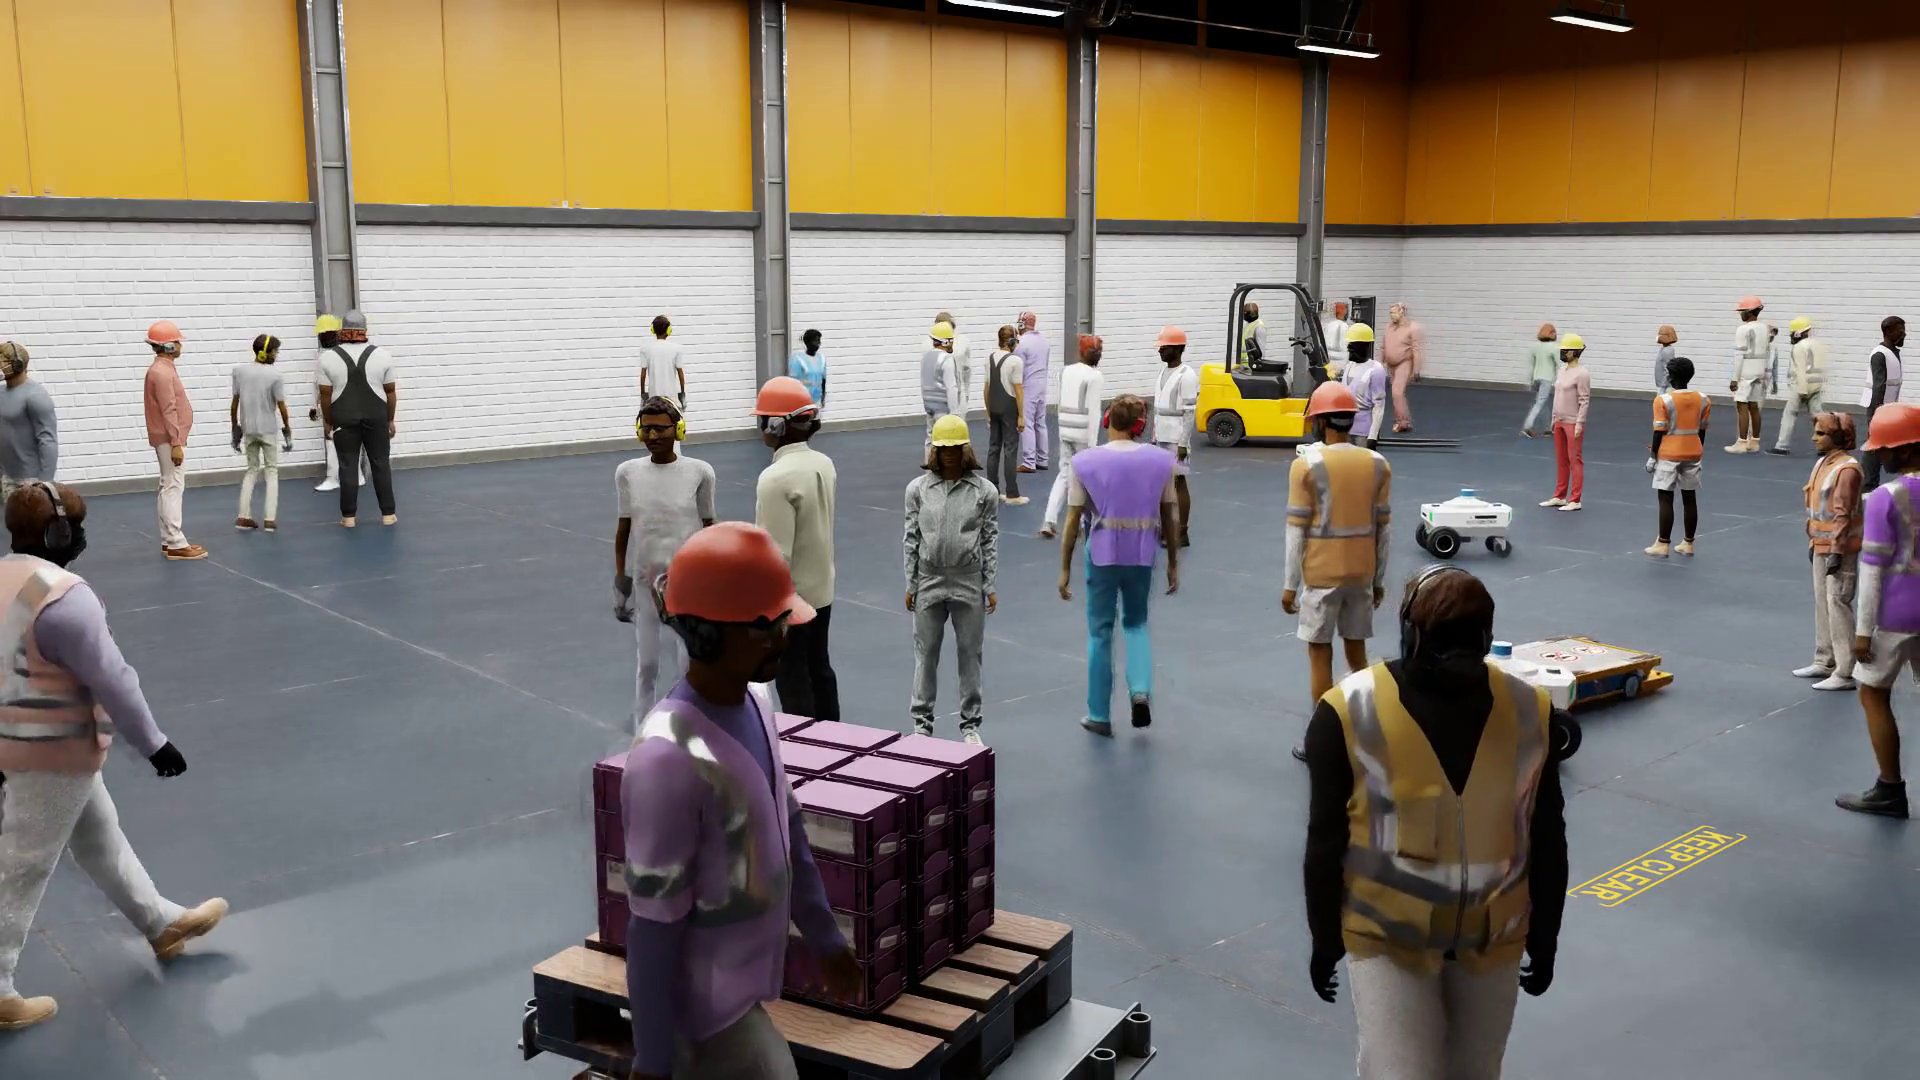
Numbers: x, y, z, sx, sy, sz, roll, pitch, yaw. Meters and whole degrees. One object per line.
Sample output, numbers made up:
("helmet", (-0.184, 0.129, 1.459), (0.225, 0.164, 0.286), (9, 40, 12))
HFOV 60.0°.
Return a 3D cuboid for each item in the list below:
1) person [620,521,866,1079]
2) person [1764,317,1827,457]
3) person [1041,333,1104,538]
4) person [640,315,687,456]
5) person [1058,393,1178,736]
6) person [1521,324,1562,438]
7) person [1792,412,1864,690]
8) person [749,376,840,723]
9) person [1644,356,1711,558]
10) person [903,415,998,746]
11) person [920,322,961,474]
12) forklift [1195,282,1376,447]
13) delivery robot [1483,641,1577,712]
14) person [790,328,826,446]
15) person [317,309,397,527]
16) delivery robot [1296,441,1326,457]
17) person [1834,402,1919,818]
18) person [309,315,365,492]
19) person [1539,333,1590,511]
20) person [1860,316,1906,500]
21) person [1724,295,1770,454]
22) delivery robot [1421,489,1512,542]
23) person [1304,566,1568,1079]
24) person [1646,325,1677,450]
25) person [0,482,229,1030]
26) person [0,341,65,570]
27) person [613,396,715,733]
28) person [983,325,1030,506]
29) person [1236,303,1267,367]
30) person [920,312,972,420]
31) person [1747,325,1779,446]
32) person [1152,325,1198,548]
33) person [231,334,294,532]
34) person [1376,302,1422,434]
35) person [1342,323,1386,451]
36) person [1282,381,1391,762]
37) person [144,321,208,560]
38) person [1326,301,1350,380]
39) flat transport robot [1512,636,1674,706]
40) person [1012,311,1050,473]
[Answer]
("person", (-0.464, 0.939, 3.602), (1.052, 1.987, 0.611), (1, 10, 5))
("person", (10.694, -1.912, 20.960), (0.611, 1.775, 0.793), (-8, 12, -38))
("person", (1.016, -0.921, 14.921), (0.703, 1.857, 0.596), (-8, 13, -39))
("person", (-3.395, -1.633, 19.007), (0.535, 1.868, 0.309), (-1, 10, -4))
("person", (0.831, 0.138, 8.763), (0.672, 1.819, 0.439), (-2, 10, -9))
("person", (8.133, -2.222, 23.246), (0.845, 1.597, 0.492), (-5, 11, -27))
("person", (5.135, 0.061, 9.800), (0.320, 1.631, 0.513), (1, 10, 8))
("person", (-0.767, 0.253, 7.590), (0.396, 1.993, 0.617), (4, 10, 20))
("person", (6.034, -0.693, 14.004), (0.532, 1.696, 0.319), (-2, 10, -14))
("person", (-0.047, 0.235, 8.432), (0.484, 1.745, 0.297), (0, 10, 1))
("person", (-0.190, -1.416, 17.835), (0.404, 1.835, 0.588), (-6, 11, -31))
("forklift", (4.328, -2.346, 22.227), (2.313, 2.155, 1.214), (3, 10, 16))
("delivery robot", (2.768, 0.764, 8.535), (0.707, 0.478, 0.477), (2, 10, 9))
("person", (-1.879, -1.729, 20.111), (0.519, 1.674, 0.562), (9, 13, 43))
("person", (-5.658, -1.147, 15.653), (0.683, 2.000, 0.536), (-4, 10, -20))
("delivery robot", (4.134, -0.952, 18.584), (0.707, 0.478, 0.477), (-1, 10, -3))
("person", (4.296, 0.344, 7.406), (0.587, 1.892, 0.605), (-2, 10, -12))
("person", (-6.812, -1.471, 17.955), (0.600, 1.891, 0.799), (7, 12, 35))
("person", (6.065, -1.172, 16.603), (0.313, 1.769, 0.523), (-2, 10, -12))
("person", (9.580, -1.363, 17.278), (0.392, 1.919, 0.591), (8, 12, 39))
("person", (10.139, -2.128, 21.442), (0.601, 2.036, 0.418), (-7, 12, -35))
("delivery robot", (4.291, -0.190, 14.096), (0.707, 0.478, 0.477), (1, 9, 2))
("person", (1.154, 0.941, 4.109), (0.633, 1.820, 0.793), (0, 10, -2))
("person", (9.188, -1.986, 21.750), (0.280, 1.636, 0.501), (3, 10, 18))
("person", (-2.990, 0.697, 5.613), (0.637, 1.785, 0.982), (9, 13, 41))
("person", (-6.637, -0.442, 11.826), (0.629, 1.940, 0.379), (6, 12, 33))
("person", (-1.430, 0.228, 8.108), (0.538, 1.869, 0.313), (0, 10, 0))
("person", (0.460, -1.268, 16.958), (0.506, 1.838, 0.349), (9, 14, 44))
("person", (4.366, -2.642, 25.011), (0.429, 1.837, 0.621), (-2, 10, -12))
("person", (-0.160, -1.699, 19.303), (0.646, 1.892, 0.731), (-2, 10, -12))
("person", (10.734, -2.066, 22.250), (0.532, 1.611, 0.617), (-3, 10, -18))
("person", (1.835, -0.899, 14.505), (0.354, 1.939, 0.545), (-5, 11, -25))
("person", (-6.437, -0.973, 15.286), (0.607, 1.825, 0.402), (1, 10, 5))
("person", (6.234, -2.448, 23.781), (0.756, 1.869, 0.655), (-6, 11, -29))
("person", (3.637, -1.012, 15.197), (0.369, 1.928, 0.585), (-4, 10, -20))
("person", (1.864, 0.166, 8.344), (0.551, 1.918, 0.441), (-3, 10, -18))
("person", (-6.603, -0.832, 13.942), (0.378, 1.996, 0.612), (-6, 11, -30))
("person", (5.627, -2.583, 24.573), (0.491, 1.864, 0.577), (-4, 10, -20))
("flat transport robot", (3.397, 0.776, 9.571), (1.431, 0.197, 0.652), (-7, 12, -34))
("person", (0.810, -1.743, 19.605), (0.415, 1.894, 0.657), (6, 12, 33))
